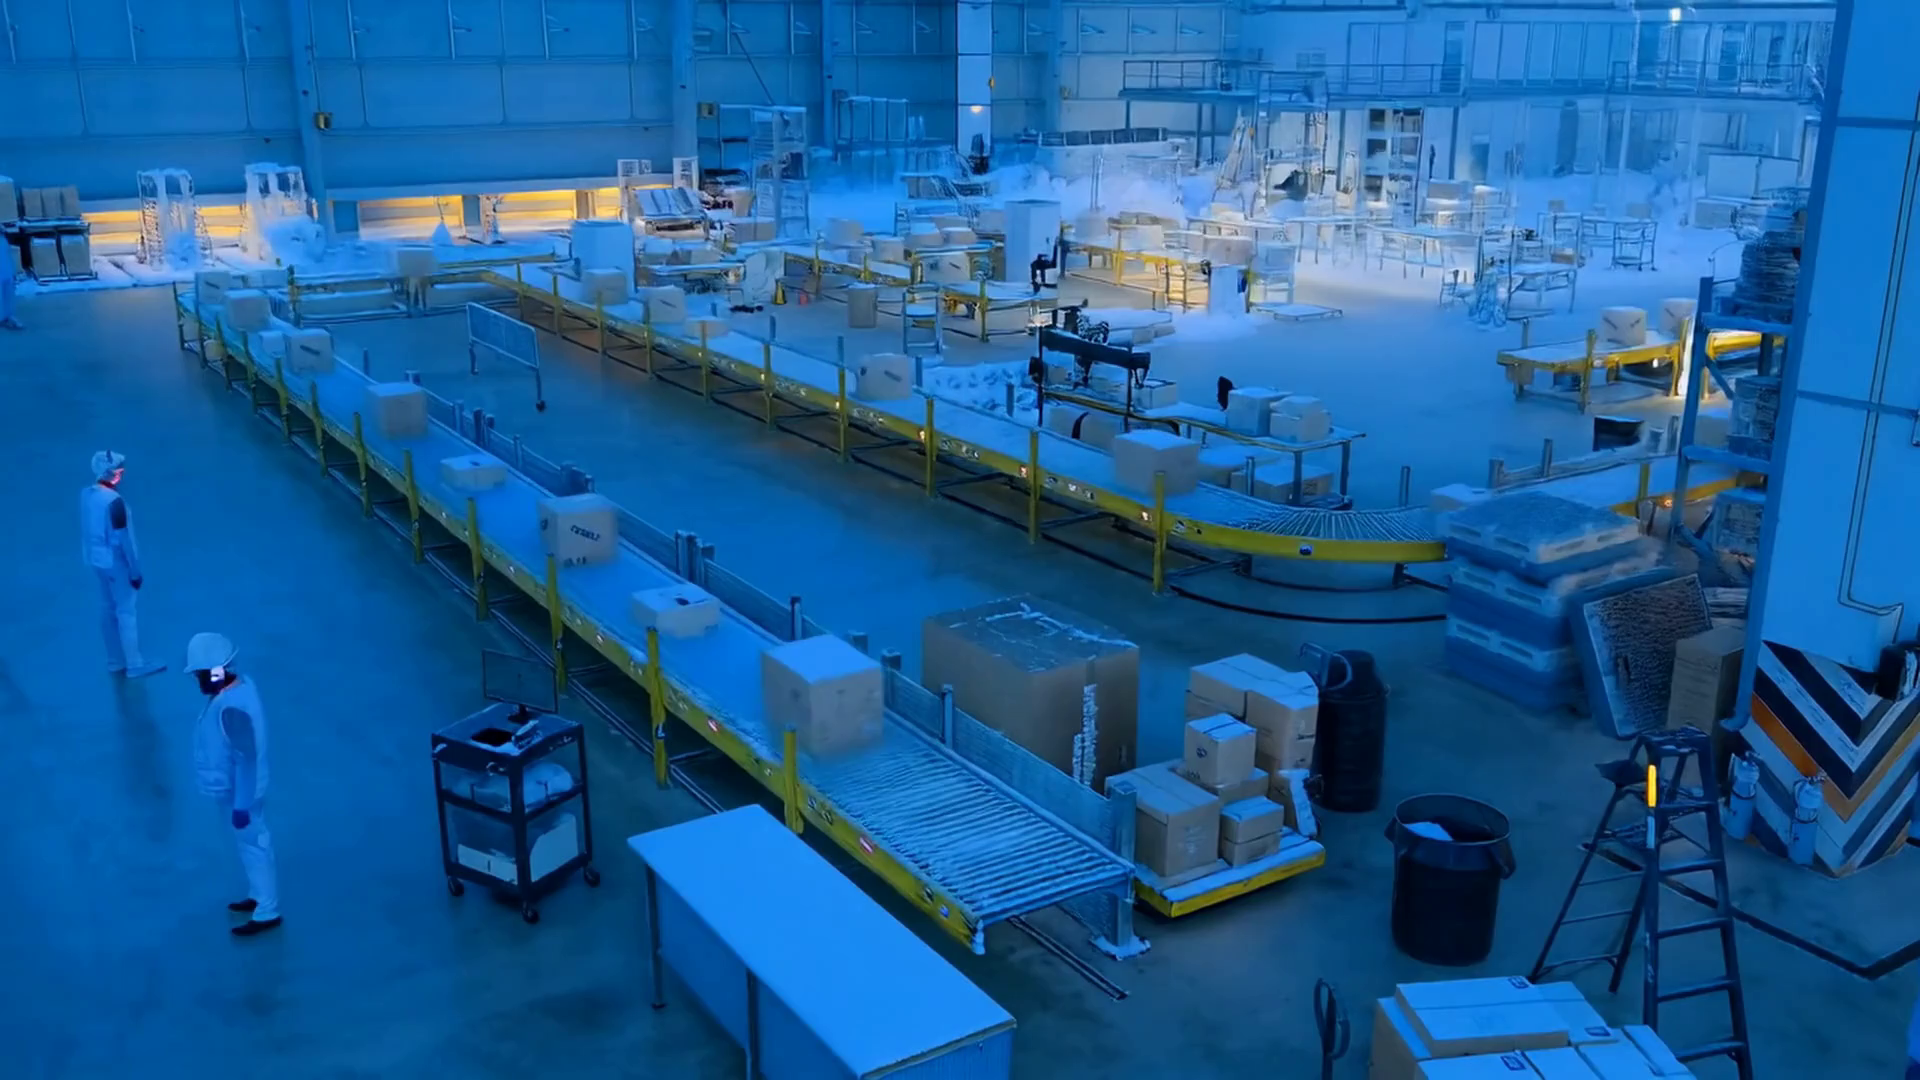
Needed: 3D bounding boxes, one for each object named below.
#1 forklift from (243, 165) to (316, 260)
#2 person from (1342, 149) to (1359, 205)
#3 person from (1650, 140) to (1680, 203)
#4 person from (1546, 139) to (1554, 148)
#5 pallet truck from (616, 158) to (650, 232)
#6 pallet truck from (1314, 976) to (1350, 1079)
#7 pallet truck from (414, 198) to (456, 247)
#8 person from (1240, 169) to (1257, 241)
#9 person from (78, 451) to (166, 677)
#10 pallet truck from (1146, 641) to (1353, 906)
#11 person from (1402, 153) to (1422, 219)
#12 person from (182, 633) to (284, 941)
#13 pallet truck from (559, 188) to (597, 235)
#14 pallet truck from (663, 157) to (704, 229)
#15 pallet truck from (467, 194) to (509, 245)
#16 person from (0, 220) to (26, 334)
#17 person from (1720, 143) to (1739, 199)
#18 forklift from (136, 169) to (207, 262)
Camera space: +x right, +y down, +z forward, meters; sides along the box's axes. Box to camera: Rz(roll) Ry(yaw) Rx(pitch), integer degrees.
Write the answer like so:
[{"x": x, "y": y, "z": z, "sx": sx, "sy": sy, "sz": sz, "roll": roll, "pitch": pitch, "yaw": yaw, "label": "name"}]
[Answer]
[{"x": -15.898, "y": -7.669, "z": 38.708, "sx": 1.157, "sy": 1.987, "sz": 2.680, "roll": -11, "pitch": 20, "yaw": -33, "label": "forklift"}, {"x": 11.986, "y": -11.103, "z": 51.078, "sx": 0.519, "sy": 1.757, "sz": 0.339, "roll": 7, "pitch": 18, "yaw": 23, "label": "person"}, {"x": 22.303, "y": -11.650, "z": 52.412, "sx": 0.722, "sy": 2.000, "sz": 1.047, "roll": -7, "pitch": 18, "yaw": -21, "label": "person"}, {"x": 24.685, "y": -16.771, "z": 69.749, "sx": 0.984, "sy": 1.850, "sz": 0.671, "roll": 1, "pitch": 17, "yaw": 2, "label": "person"}, {"x": -8.918, "y": -9.176, "z": 44.255, "sx": 0.823, "sy": 1.965, "sz": 1.885, "roll": -9, "pitch": 19, "yaw": -27, "label": "pallet truck"}, {"x": 2.299, "y": 2.390, "z": 7.086, "sx": 1.601, "sy": 1.201, "sz": 0.680, "roll": -2, "pitch": 17, "yaw": -7, "label": "pallet truck"}, {"x": -13.250, "y": -8.060, "z": 41.856, "sx": 0.680, "sy": 1.201, "sz": 1.601, "roll": -10, "pitch": 20, "yaw": -31, "label": "pallet truck"}, {"x": 7.265, "y": -8.397, "z": 41.923, "sx": 0.511, "sy": 1.853, "sz": 0.494, "roll": -5, "pitch": 17, "yaw": -15, "label": "person"}, {"x": -6.784, "y": 0.199, "z": 13.331, "sx": 0.563, "sy": 1.837, "sz": 0.389, "roll": 12, "pitch": 20, "yaw": 34, "label": "person"}, {"x": 1.664, "y": 1.407, "z": 10.232, "sx": 1.630, "sy": 1.274, "sz": 0.653, "roll": -10, "pitch": 20, "yaw": -31, "label": "pallet truck"}, {"x": 12.986, "y": -10.095, "z": 47.538, "sx": 0.590, "sy": 1.856, "sz": 0.741, "roll": -11, "pitch": 20, "yaw": -31, "label": "person"}, {"x": -4.102, "y": 1.380, "z": 9.430, "sx": 0.404, "sy": 1.818, "sz": 0.601, "roll": -7, "pitch": 18, "yaw": -23, "label": "person"}, {"x": -10.010, "y": -8.652, "z": 43.699, "sx": 0.653, "sy": 1.274, "sz": 1.630, "roll": -10, "pitch": 20, "yaw": -31, "label": "pallet truck"}, {"x": -7.586, "y": -9.308, "z": 44.692, "sx": 0.823, "sy": 1.965, "sz": 1.885, "roll": -11, "pitch": 20, "yaw": -33, "label": "pallet truck"}, {"x": -11.983, "y": -8.177, "z": 42.137, "sx": 0.704, "sy": 1.261, "sz": 1.522, "roll": -11, "pitch": 20, "yaw": -33, "label": "pallet truck"}, {"x": -16.748, "y": -4.623, "z": 29.106, "sx": 0.376, "sy": 1.995, "sz": 0.612, "roll": -3, "pitch": 17, "yaw": -9, "label": "person"}, {"x": 24.003, "y": -11.380, "z": 51.747, "sx": 0.606, "sy": 1.900, "sz": 0.584, "roll": -5, "pitch": 17, "yaw": -15, "label": "person"}, {"x": -17.842, "y": -7.318, "z": 37.559, "sx": 1.157, "sy": 1.987, "sz": 2.680, "roll": -10, "pitch": 20, "yaw": -31, "label": "forklift"}]
